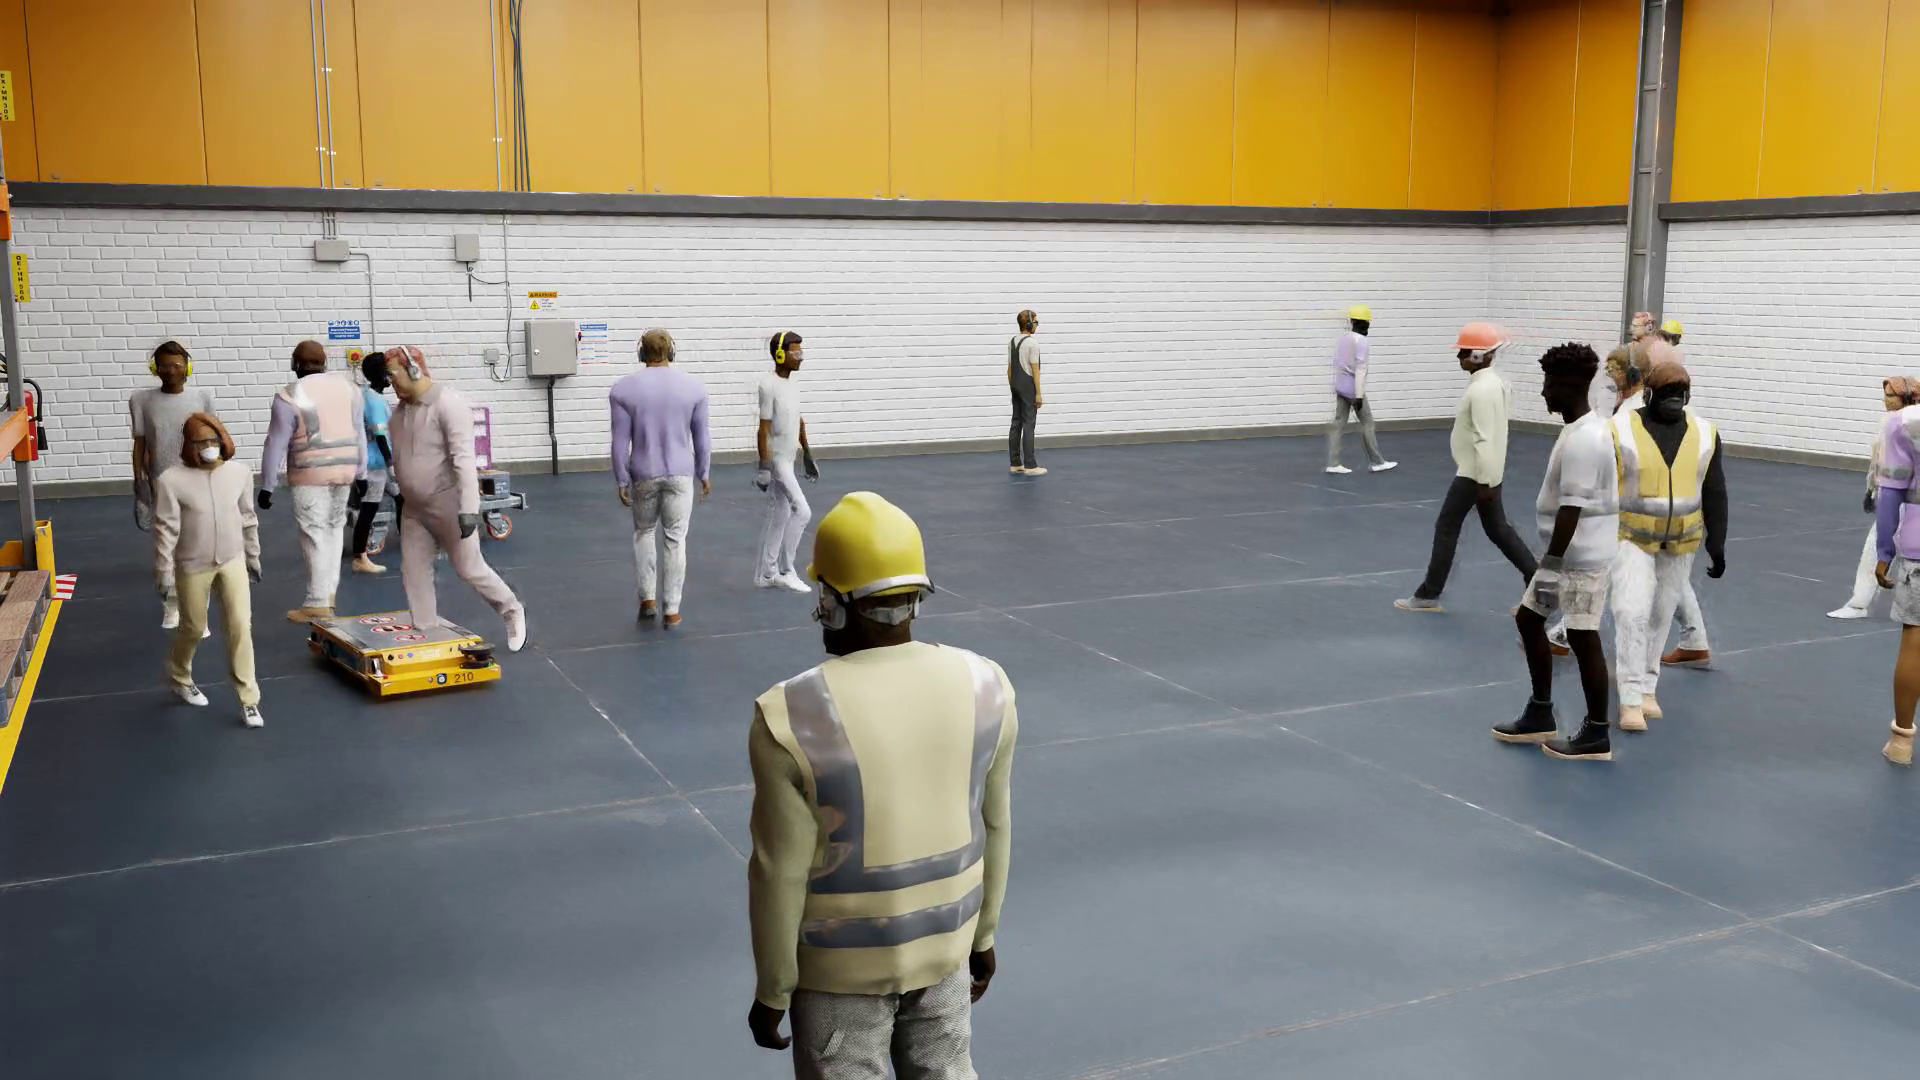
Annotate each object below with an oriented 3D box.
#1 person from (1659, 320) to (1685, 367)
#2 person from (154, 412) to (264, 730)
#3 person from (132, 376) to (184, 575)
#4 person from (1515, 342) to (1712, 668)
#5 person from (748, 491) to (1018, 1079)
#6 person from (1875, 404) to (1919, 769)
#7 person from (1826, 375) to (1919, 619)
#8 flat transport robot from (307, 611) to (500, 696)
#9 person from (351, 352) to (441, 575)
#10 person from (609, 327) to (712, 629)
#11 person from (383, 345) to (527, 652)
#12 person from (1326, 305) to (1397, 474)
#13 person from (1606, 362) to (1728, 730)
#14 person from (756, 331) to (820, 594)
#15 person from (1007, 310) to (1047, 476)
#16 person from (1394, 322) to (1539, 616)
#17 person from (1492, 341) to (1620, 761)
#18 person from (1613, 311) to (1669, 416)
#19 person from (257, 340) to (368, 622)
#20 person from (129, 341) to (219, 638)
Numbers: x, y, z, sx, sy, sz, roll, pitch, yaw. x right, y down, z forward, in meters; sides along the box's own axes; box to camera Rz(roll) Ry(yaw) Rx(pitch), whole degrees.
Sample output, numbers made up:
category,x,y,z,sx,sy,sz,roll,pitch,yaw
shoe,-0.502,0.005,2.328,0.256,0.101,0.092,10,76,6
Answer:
category,x,y,z,sx,sy,sz,roll,pitch,yaw
person,7.947,-1.595,18.646,0.892,1.714,0.549,-4,10,-22
person,-3.810,0.127,8.418,0.551,1.582,0.835,-9,13,-43
person,-5.914,-0.564,12.430,0.613,1.668,0.547,9,13,43
person,3.821,-0.188,9.497,1.080,1.872,0.660,4,10,24
person,-0.170,0.813,3.376,0.587,1.836,0.404,-6,11,-32
person,4.494,0.043,7.552,0.609,2.035,0.410,5,10,28
person,6.132,-0.273,10.823,0.805,1.605,0.526,1,9,4
flat transport robot,-3.194,0.610,9.472,0.652,0.197,1.431,-7,11,-35
person,-4.246,-0.571,12.456,0.734,1.670,0.553,-2,9,-13
person,-1.906,-0.403,10.672,0.625,1.912,0.624,-1,9,-7
person,-2.945,-0.199,9.597,0.727,1.859,0.869,6,11,32
person,4.515,-1.678,18.637,0.899,1.888,0.617,-3,10,-16
person,3.479,0.036,8.241,0.654,1.814,0.763,0,9,2
person,-1.198,-0.543,11.765,0.601,1.851,0.532,2,9,12
person,0.733,-1.642,18.573,0.346,1.847,0.506,-6,11,-35
person,3.459,-0.456,10.935,1.022,1.958,0.621,5,10,27
person,2.759,0.061,7.705,0.683,1.939,0.638,3,10,19
person,6.973,-1.391,16.936,0.852,1.874,0.642,0,9,0
person,-4.232,-0.385,10.848,0.532,1.820,0.718,5,11,30
person,-4.904,-0.312,10.455,0.544,1.862,0.747,-4,10,-24
